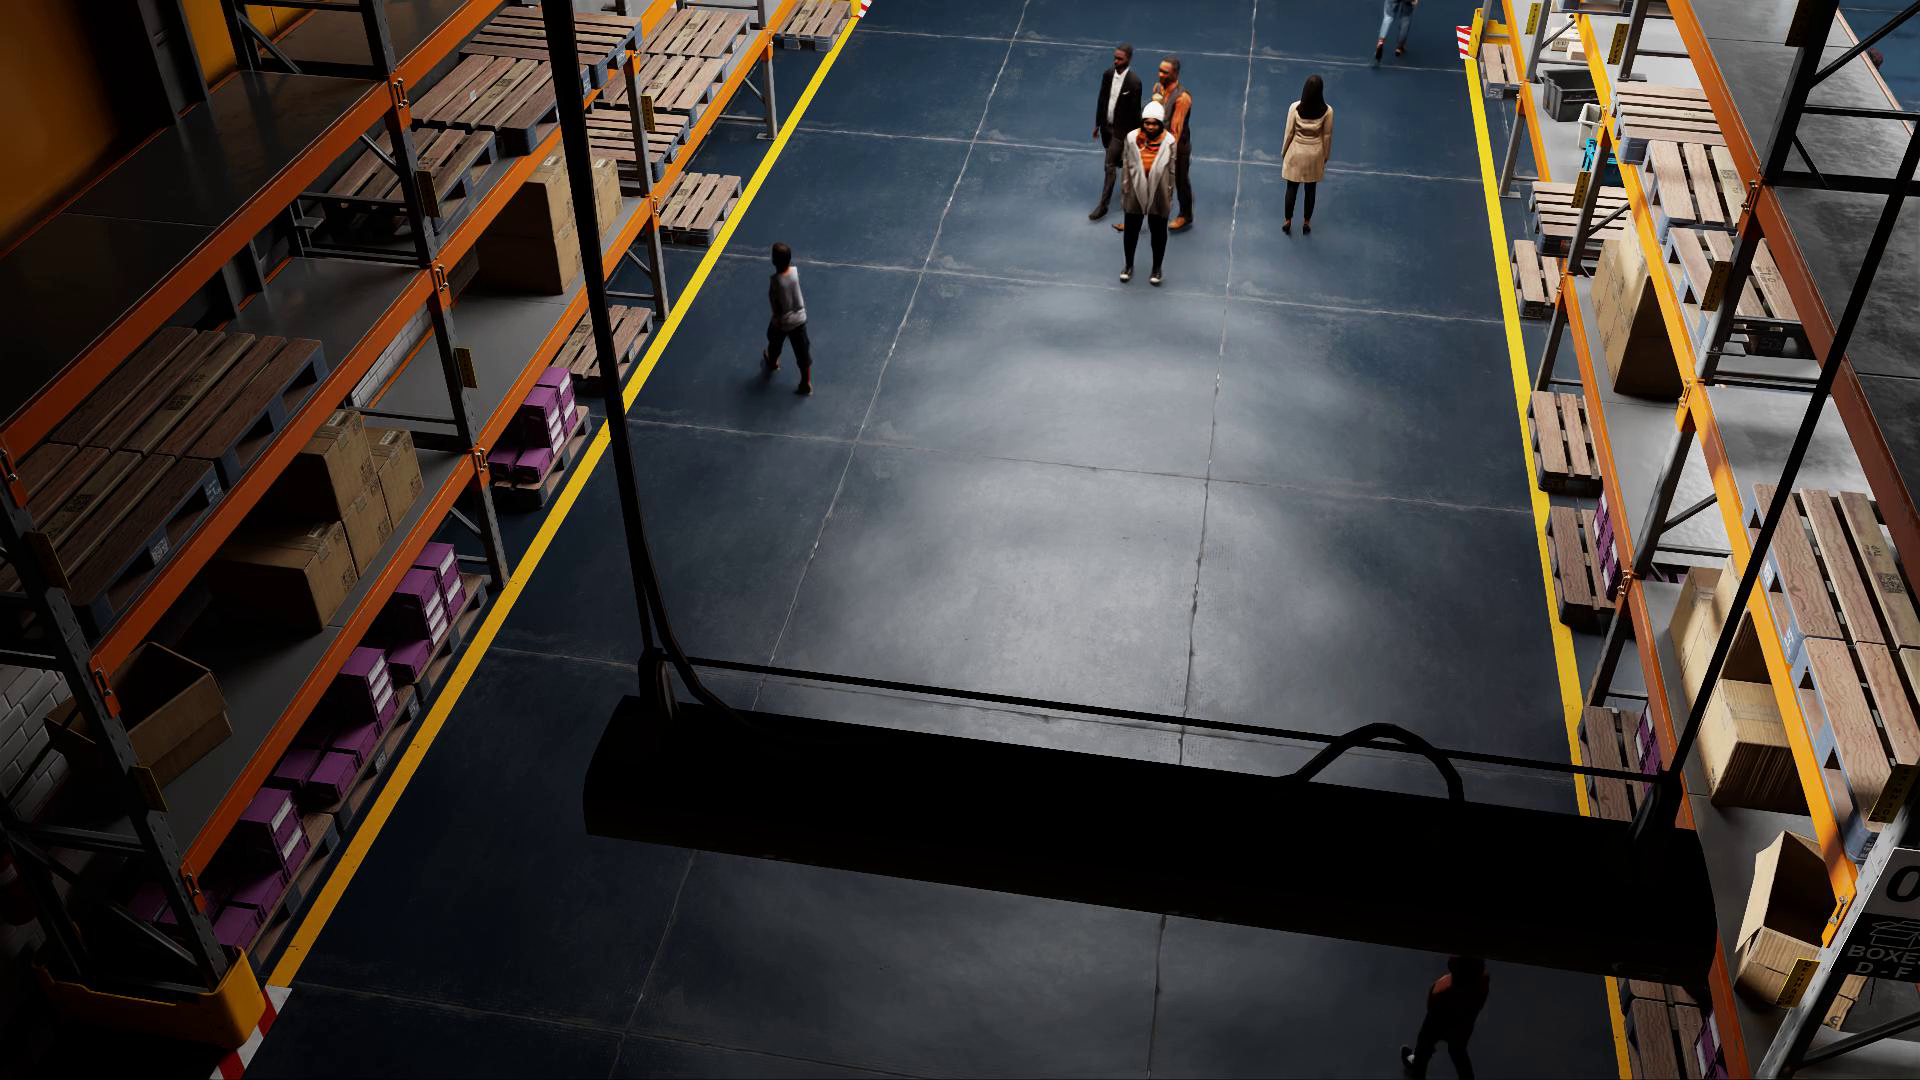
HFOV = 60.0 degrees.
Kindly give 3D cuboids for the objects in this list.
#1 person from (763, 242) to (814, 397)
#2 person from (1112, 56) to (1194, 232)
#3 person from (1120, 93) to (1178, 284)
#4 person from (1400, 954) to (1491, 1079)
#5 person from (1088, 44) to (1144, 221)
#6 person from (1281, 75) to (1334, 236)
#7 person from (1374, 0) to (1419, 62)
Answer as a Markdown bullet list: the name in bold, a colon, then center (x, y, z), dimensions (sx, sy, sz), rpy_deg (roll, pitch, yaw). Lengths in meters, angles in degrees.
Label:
- **person**: center (-1.462, -1.957, 14.510), dimensions (0.913, 1.426, 1.036), rpy_deg (-18, 42, -21)
- **person**: center (2.183, -3.931, 16.629), dimensions (1.266, 1.865, 1.184), rpy_deg (-23, 44, -26)
- **person**: center (1.806, -3.357, 15.889), dimensions (0.653, 1.892, 0.640), rpy_deg (6, 39, 8)
- **person**: center (2.665, 2.638, 8.907), dimensions (0.754, 1.237, 0.929), rpy_deg (-11, 40, -14)
- **person**: center (1.666, -4.224, 17.076), dimensions (1.238, 1.765, 1.109), rpy_deg (-29, 47, -31)
- **person**: center (3.462, -3.852, 16.677), dimensions (0.625, 1.682, 0.504), rpy_deg (6, 39, 8)
- **person**: center (5.314, -6.600, 20.136), dimensions (0.847, 1.660, 1.053), rpy_deg (23, 44, 26)
